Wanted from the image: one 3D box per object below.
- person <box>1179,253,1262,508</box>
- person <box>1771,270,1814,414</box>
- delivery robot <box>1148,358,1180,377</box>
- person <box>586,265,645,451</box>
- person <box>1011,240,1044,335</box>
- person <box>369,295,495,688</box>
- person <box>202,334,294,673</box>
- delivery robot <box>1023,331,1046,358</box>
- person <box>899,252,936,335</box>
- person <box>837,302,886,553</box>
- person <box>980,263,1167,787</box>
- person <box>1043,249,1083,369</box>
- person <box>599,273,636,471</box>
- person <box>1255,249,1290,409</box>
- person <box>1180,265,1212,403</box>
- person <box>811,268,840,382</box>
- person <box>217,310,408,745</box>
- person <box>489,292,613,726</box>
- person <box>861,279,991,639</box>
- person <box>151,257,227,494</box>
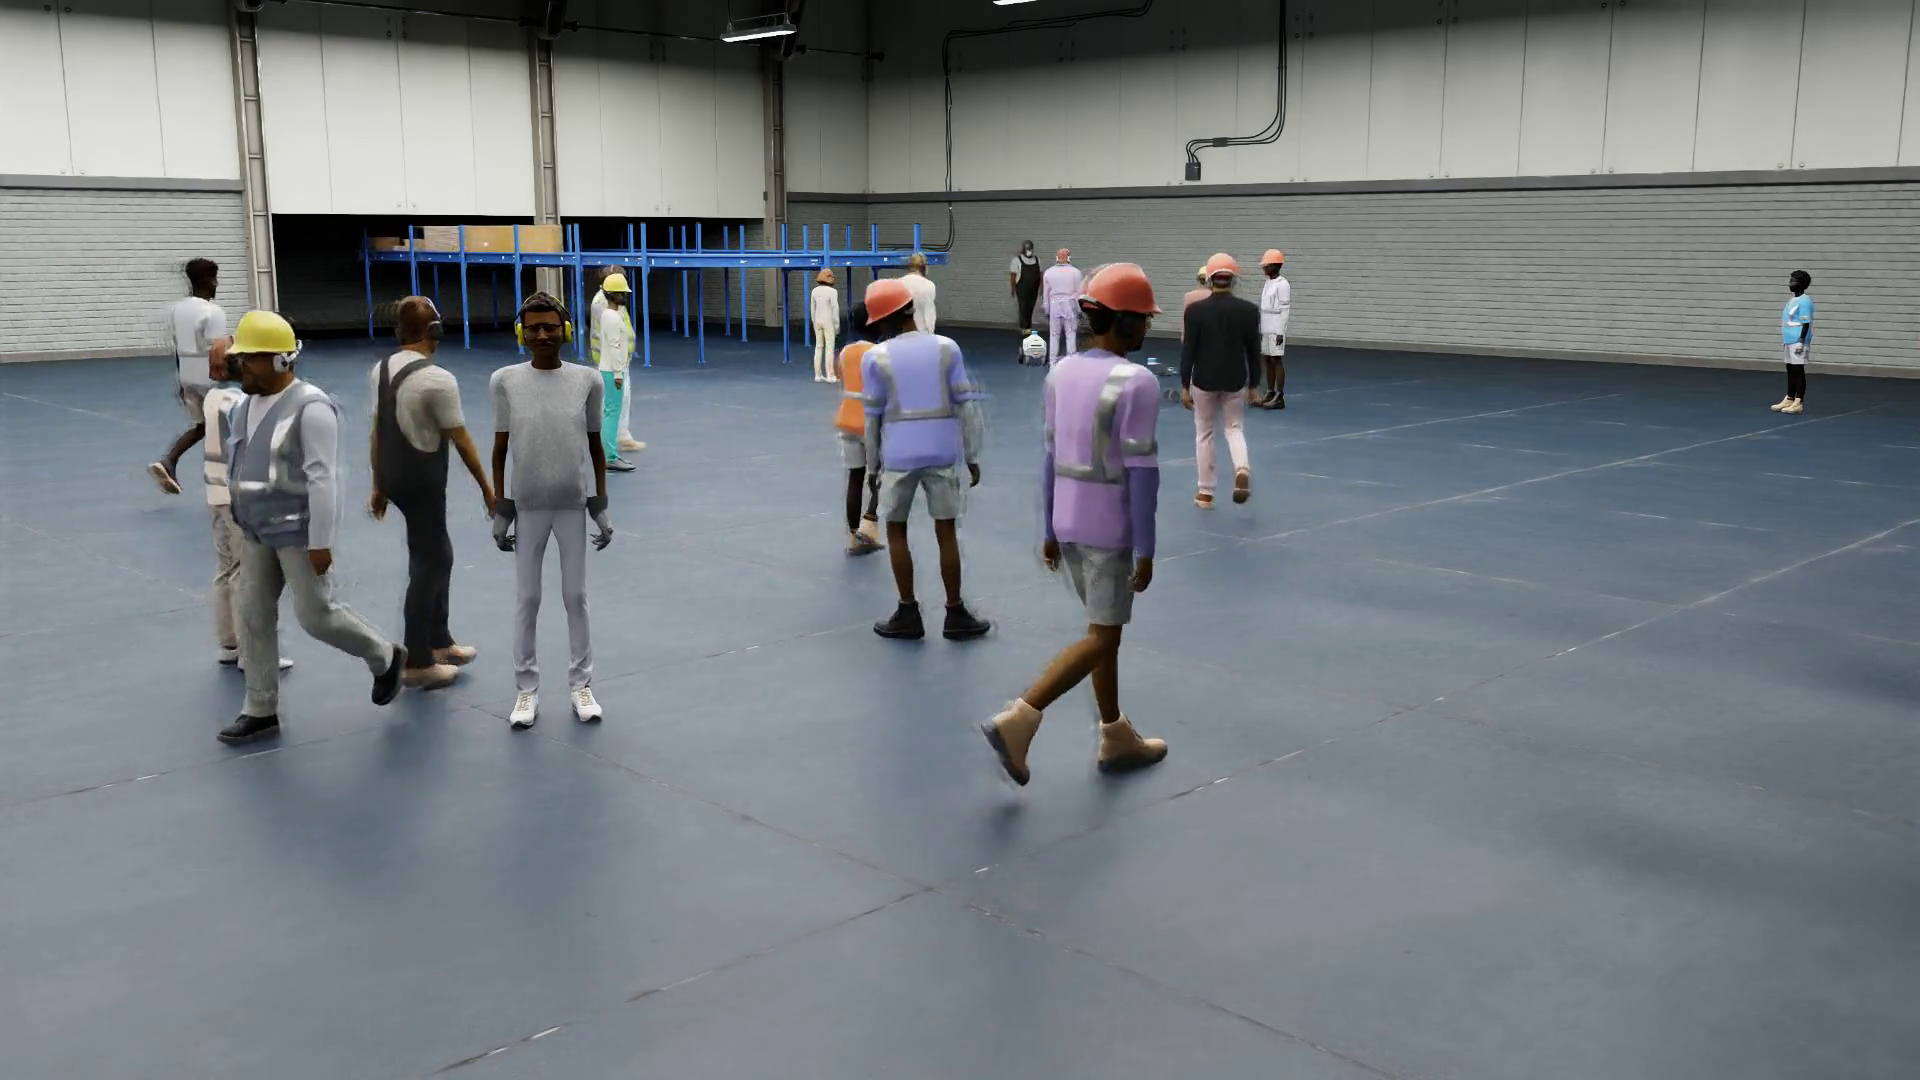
[{"bbox_3d":[2.019,-1.212,12.820,0.634,1.978,0.647,-1,10,-7],"label":"person"},{"bbox_3d":[9.987,-2.370,19.885,0.321,1.697,0.529,1,10,7],"label":"person"},{"bbox_3d":[2.458,-2.218,21.329,0.698,0.223,0.335,-2,11,-11],"label":"delivery robot"},{"bbox_3d":[-3.447,-1.778,16.306,0.579,1.828,0.641,0,10,-2],"label":"person"},{"bbox_3d":[1.487,-5.340,35.262,0.697,2.000,0.921,-4,11,-22],"label":"person"},{"bbox_3d":[-2.486,-0.232,7.850,0.529,1.826,0.585,9,14,40],"label":"person"},{"bbox_3d":[-3.500,-0.178,8.098,0.310,1.638,0.522,-9,14,-40],"label":"person"},{"bbox_3d":[1.224,-3.193,27.353,0.477,0.478,0.707,0,10,-2],"label":"delivery robot"},{"bbox_3d":[-0.488,-2.355,19.206,0.628,1.926,0.427,9,14,41],"label":"person"},{"bbox_3d":[-0.605,-0.747,11.058,0.537,1.686,0.363,10,15,44],"label":"person"},{"bbox_3d":[0.458,-0.043,6.364,0.878,2.018,0.618,-6,12,-31],"label":"person"},{"bbox_3d":[1.620,-3.583,25.946,0.639,1.904,0.409,4,11,19],"label":"person"},{"bbox_3d":[-3.108,-1.523,15.085,0.324,1.767,0.533,-3,11,-15],"label":"person"},{"bbox_3d":[3.823,-2.590,20.432,0.362,1.935,0.553,-2,11,-13],"label":"person"},{"bbox_3d":[3.059,-2.579,20.927,0.545,1.739,0.672,-1,10,-4],"label":"person"},{"bbox_3d":[-1.934,-3.100,24.046,0.505,1.631,0.278,9,13,39],"label":"person"},{"bbox_3d":[-2.797,-0.072,7.080,0.597,1.812,0.754,7,12,33],"label":"person"},{"bbox_3d":[-1.774,-0.134,7.223,0.512,1.873,0.329,-3,11,-17],"label":"person"},{"bbox_3d":[-0.164,-0.424,8.780,0.709,1.889,0.387,-2,11,-11],"label":"person"},{"bbox_3d":[-6.083,-1.273,13.250,0.602,1.948,0.659,6,12,30],"label":"person"}]
